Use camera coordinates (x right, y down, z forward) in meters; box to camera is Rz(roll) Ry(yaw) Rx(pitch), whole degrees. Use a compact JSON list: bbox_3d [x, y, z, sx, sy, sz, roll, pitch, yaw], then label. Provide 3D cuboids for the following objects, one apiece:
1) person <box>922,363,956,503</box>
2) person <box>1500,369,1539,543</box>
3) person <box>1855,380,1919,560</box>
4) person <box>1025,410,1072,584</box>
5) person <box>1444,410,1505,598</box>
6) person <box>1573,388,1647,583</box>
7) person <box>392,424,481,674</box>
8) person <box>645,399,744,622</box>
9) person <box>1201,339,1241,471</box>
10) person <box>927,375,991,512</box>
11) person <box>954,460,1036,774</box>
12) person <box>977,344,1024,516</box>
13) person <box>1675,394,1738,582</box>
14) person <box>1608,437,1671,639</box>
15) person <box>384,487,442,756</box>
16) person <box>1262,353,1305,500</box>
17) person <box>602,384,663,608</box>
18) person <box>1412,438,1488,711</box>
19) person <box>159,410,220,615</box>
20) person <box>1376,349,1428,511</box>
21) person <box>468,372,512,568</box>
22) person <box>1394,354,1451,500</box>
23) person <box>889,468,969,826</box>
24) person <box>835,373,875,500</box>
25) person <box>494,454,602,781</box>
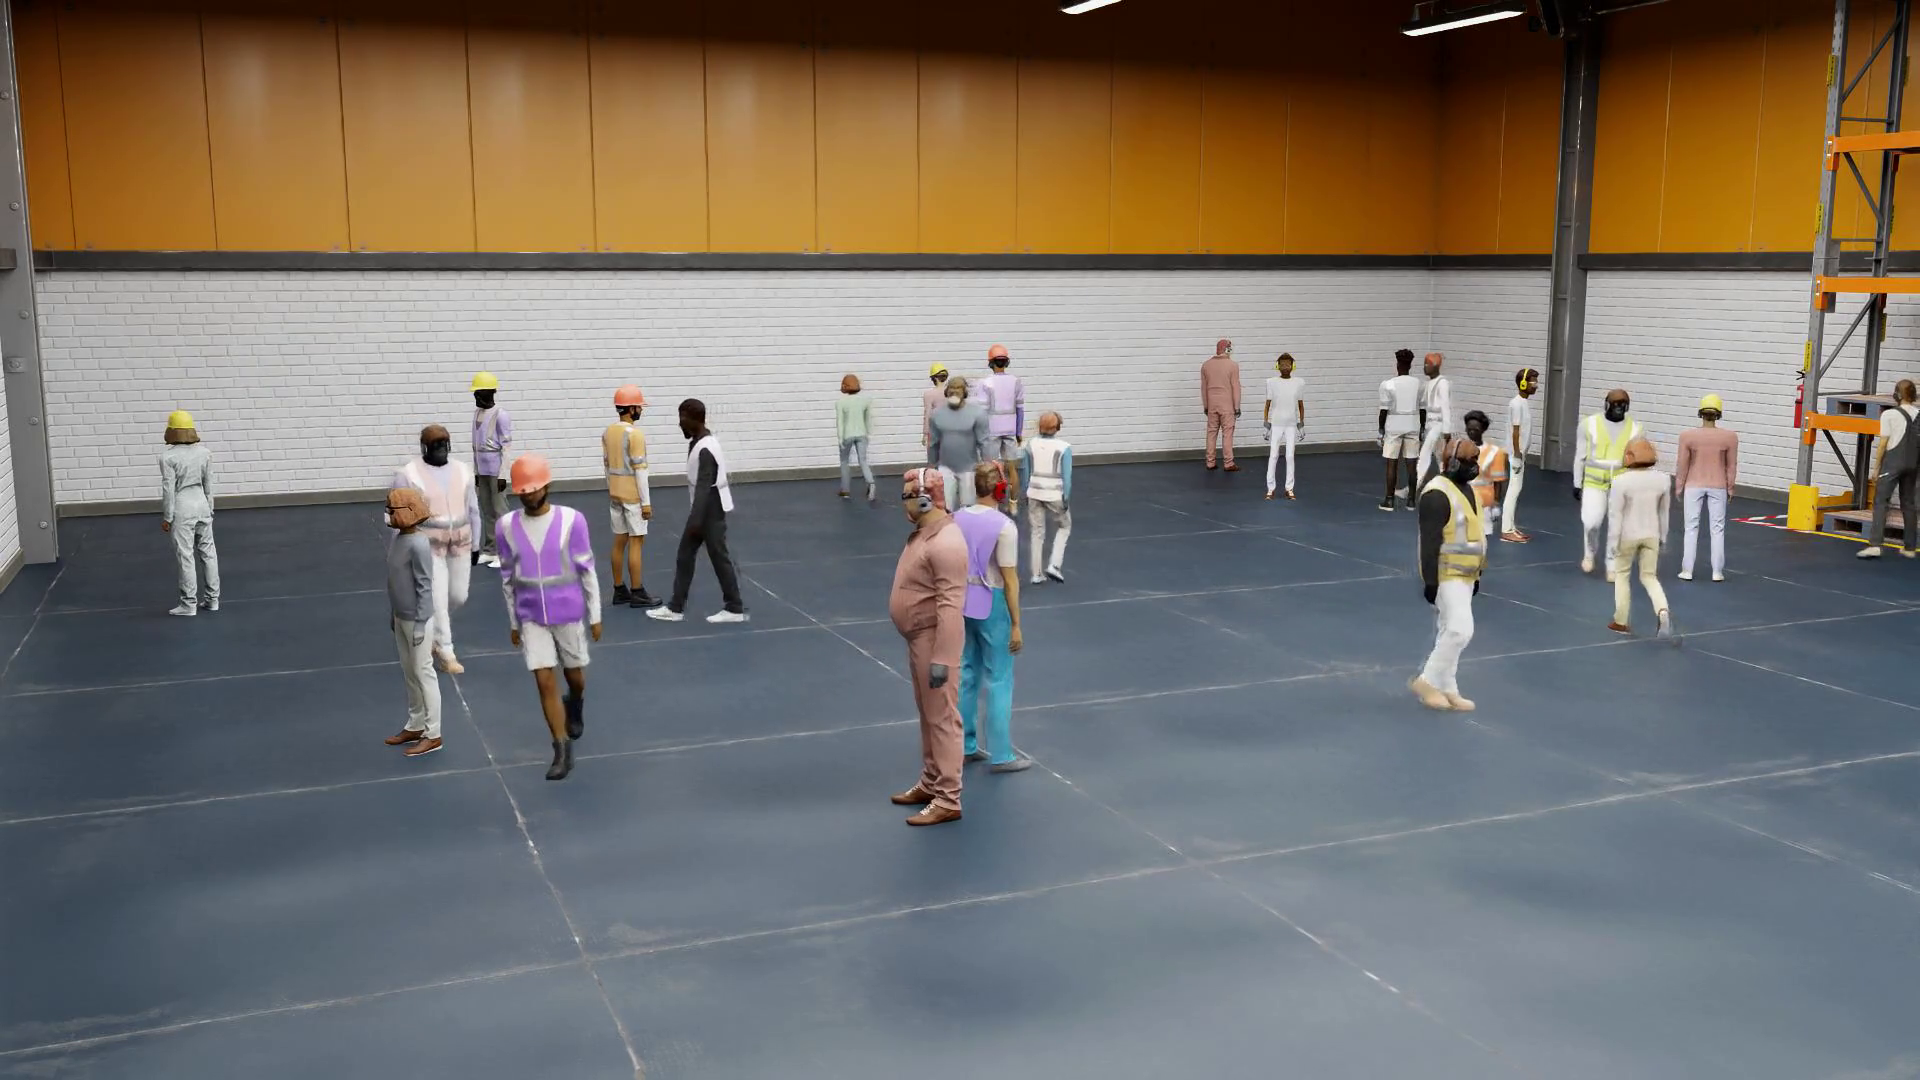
[{"bbox_3d":[-0.245,-1.318,20.680,0.522,1.761,0.321,-6,11,-34],"label":"person"},{"bbox_3d":[6.023,-0.911,17.896,0.309,1.864,0.535,4,10,23],"label":"person"},{"bbox_3d":[9.454,-0.694,16.757,0.706,1.818,0.496,-1,9,-4],"label":"person"},{"bbox_3d":[0.818,-0.390,15.476,0.522,1.625,0.394,5,11,28],"label":"person"},{"bbox_3d":[4.540,-0.312,14.780,0.552,1.682,0.435,6,11,32],"label":"person"},{"bbox_3d":[6.099,-0.517,15.622,0.645,1.823,0.456,2,10,14],"label":"person"},{"bbox_3d":[-3.859,0.039,12.284,0.631,1.821,0.770,-8,12,-39],"label":"person"},{"bbox_3d":[-2.203,-0.217,13.642,0.916,1.874,0.610,-3,10,-17],"label":"person"},{"bbox_3d":[3.799,-1.945,24.054,0.639,1.902,0.407,8,12,41],"label":"person"},{"bbox_3d":[0.016,-0.703,16.536,0.663,1.907,0.814,3,10,19],"label":"person"},{"bbox_3d":[0.173,0.455,9.753,0.484,1.838,0.588,-7,12,-37],"label":"person"},{"bbox_3d":[0.453,-1.281,19.602,0.613,2.039,0.393,-4,10,-25],"label":"person"},{"bbox_3d":[6.986,-0.484,15.602,0.526,1.769,0.328,3,10,19],"label":"person"},{"bbox_3d":[5.400,-0.009,13.177,0.504,1.607,0.663,-1,9,-4],"label":"person"},{"bbox_3d":[-3.349,0.486,10.127,0.285,1.633,0.499,-7,12,-38],"label":"person"},{"bbox_3d":[4.108,-1.435,21.075,0.536,1.863,0.319,1,9,6],"label":"person"},{"bbox_3d":[-2.859,-0.380,14.453,0.543,1.940,0.361,9,13,44],"label":"person"},{"bbox_3d":[3.271,0.239,11.015,0.448,1.832,0.651,7,12,38],"label":"person"},{"bbox_3d":[-6.573,-0.231,14.145,0.295,1.744,0.487,5,10,26],"label":"person"},{"bbox_3d":[5.339,-1.327,20.107,0.607,1.966,0.367,-1,9,-4],"label":"person"},{"bbox_3d":[-4.627,-0.692,16.378,0.587,1.927,0.367,9,13,43],"label":"person"},{"bbox_3d":[5.885,-1.417,20.999,0.905,1.846,0.602,0,9,2],"label":"person"},{"bbox_3d":[-0.174,0.561,8.868,0.403,1.904,0.637,-2,10,-12],"label":"person"},{"bbox_3d":[-1.327,-1.305,21.064,0.501,1.606,0.731,-4,10,-24],"label":"person"},{"bbox_3d":[-2.410,0.406,9.840,0.581,1.897,0.800,-1,9,-3],"label":"person"}]
